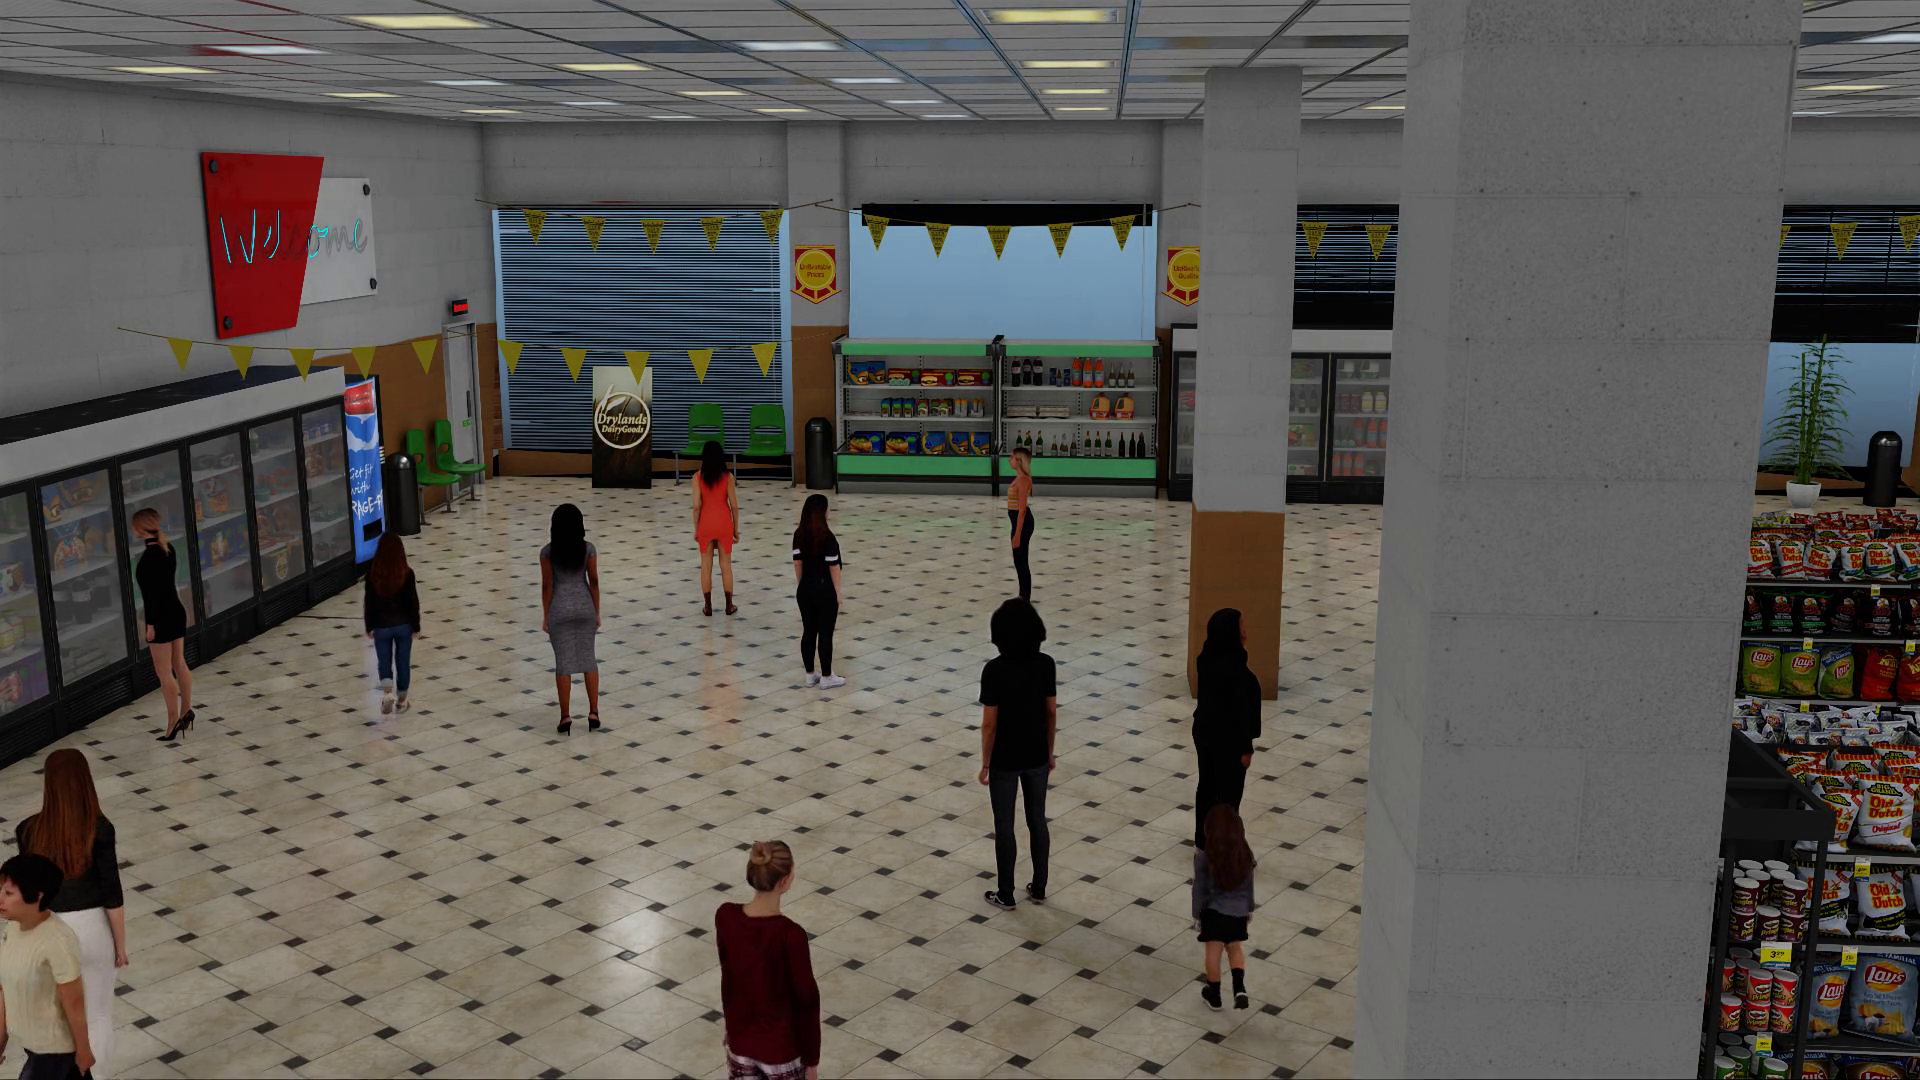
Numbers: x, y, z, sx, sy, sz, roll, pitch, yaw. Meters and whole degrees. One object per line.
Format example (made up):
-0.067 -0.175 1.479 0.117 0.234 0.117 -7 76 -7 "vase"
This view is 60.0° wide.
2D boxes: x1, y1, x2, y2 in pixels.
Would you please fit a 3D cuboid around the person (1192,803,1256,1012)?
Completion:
1.336 1.855 8.306 0.601 1.099 0.629 -3 12 -12 "person"

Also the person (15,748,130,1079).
-3.915 1.762 7.315 0.550 1.689 0.698 -1 12 -4 "person"

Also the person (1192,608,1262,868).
1.596 1.208 10.123 0.781 1.617 0.752 -6 13 -25 "person"

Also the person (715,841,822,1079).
-0.783 1.962 6.384 0.886 1.681 0.855 5 13 24 "person"

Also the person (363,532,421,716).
-4.444 0.674 13.003 0.746 1.475 0.758 -3 12 -14 "person"

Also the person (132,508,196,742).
-6.009 0.625 12.524 0.550 1.767 0.598 0 12 -1 "person"

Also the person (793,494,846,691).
-1.181 0.421 13.803 0.663 1.639 0.760 7 14 31 "person"

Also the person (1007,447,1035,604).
0.601 -0.106 16.334 0.546 1.629 0.589 0 12 -2 "person"

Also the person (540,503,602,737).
-2.947 0.596 12.630 0.601 1.781 0.726 -4 13 -20 "person"

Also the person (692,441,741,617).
-2.381 -0.117 16.169 0.515 1.719 0.694 -1 12 -6 "person"

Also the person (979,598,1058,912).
0.337 1.218 9.541 0.632 1.837 0.768 -5 13 -21 "person"

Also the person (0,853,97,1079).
-3.542 1.982 6.617 1.034 1.547 1.022 10 16 41 "person"
